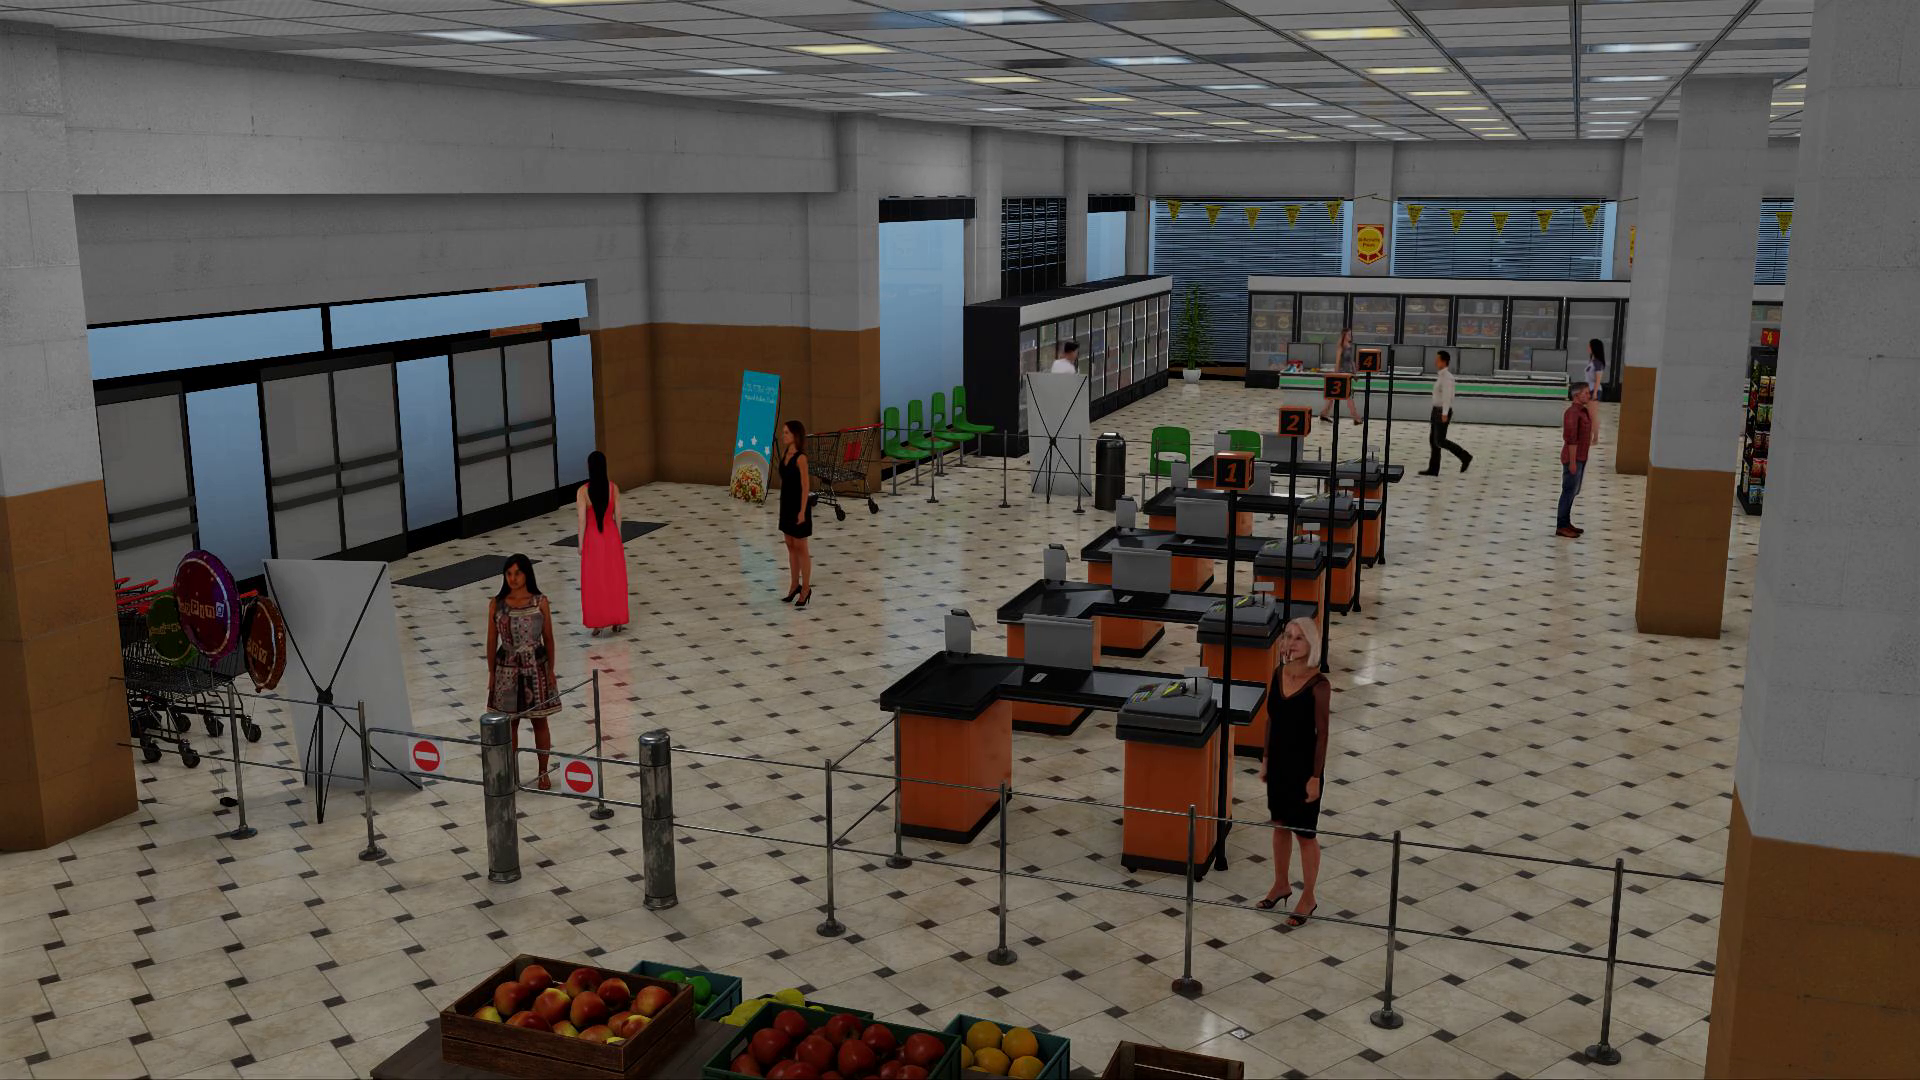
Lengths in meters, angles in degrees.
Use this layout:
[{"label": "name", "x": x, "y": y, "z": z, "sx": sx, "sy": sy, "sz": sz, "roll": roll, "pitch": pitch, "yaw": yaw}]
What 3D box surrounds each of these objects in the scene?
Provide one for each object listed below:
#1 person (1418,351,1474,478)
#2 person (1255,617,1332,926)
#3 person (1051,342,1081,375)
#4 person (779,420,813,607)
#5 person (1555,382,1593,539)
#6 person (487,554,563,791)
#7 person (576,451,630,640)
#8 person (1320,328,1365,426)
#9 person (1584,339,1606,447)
[{"label": "person", "x": 6.937, "y": -1.773, "z": 23.606, "sx": 1.041, "sy": 1.796, "sz": 0.818, "roll": 1, "pitch": 12, "yaw": 6}, {"label": "person", "x": 1.871, "y": 1.272, "z": 9.262, "sx": 0.728, "sy": 1.749, "sz": 0.648, "roll": -7, "pitch": 14, "yaw": -29}, {"label": "person", "x": 1.448, "y": -2.024, "z": 24.716, "sx": 0.937, "sy": 1.831, "sz": 0.969, "roll": 10, "pitch": 16, "yaw": 40}, {"label": "person", "x": -1.612, "y": -0.263, "z": 16.342, "sx": 0.731, "sy": 1.834, "sz": 0.638, "roll": -8, "pitch": 15, "yaw": -35}, {"label": "person", "x": 7.282, "y": -0.973, "z": 19.726, "sx": 0.581, "sy": 1.830, "sz": 0.720, "roll": 6, "pitch": 13, "yaw": 27}, {"label": "person", "x": -2.968, "y": 0.893, "z": 11.313, "sx": 0.640, "sy": 1.644, "sz": 0.784, "roll": -2, "pitch": 12, "yaw": -7}, {"label": "person", "x": -3.272, "y": 0.037, "z": 15.178, "sx": 0.717, "sy": 1.727, "sz": 0.759, "roll": -7, "pitch": 14, "yaw": -31}, {"label": "person", "x": 6.569, "y": -2.806, "z": 28.864, "sx": 1.215, "sy": 1.651, "sz": 0.814, "roll": 9, "pitch": 15, "yaw": 36}, {"label": "person", "x": 10.162, "y": -2.379, "z": 26.700, "sx": 0.597, "sy": 1.706, "sz": 0.645, "roll": 1, "pitch": 12, "yaw": 5}]
